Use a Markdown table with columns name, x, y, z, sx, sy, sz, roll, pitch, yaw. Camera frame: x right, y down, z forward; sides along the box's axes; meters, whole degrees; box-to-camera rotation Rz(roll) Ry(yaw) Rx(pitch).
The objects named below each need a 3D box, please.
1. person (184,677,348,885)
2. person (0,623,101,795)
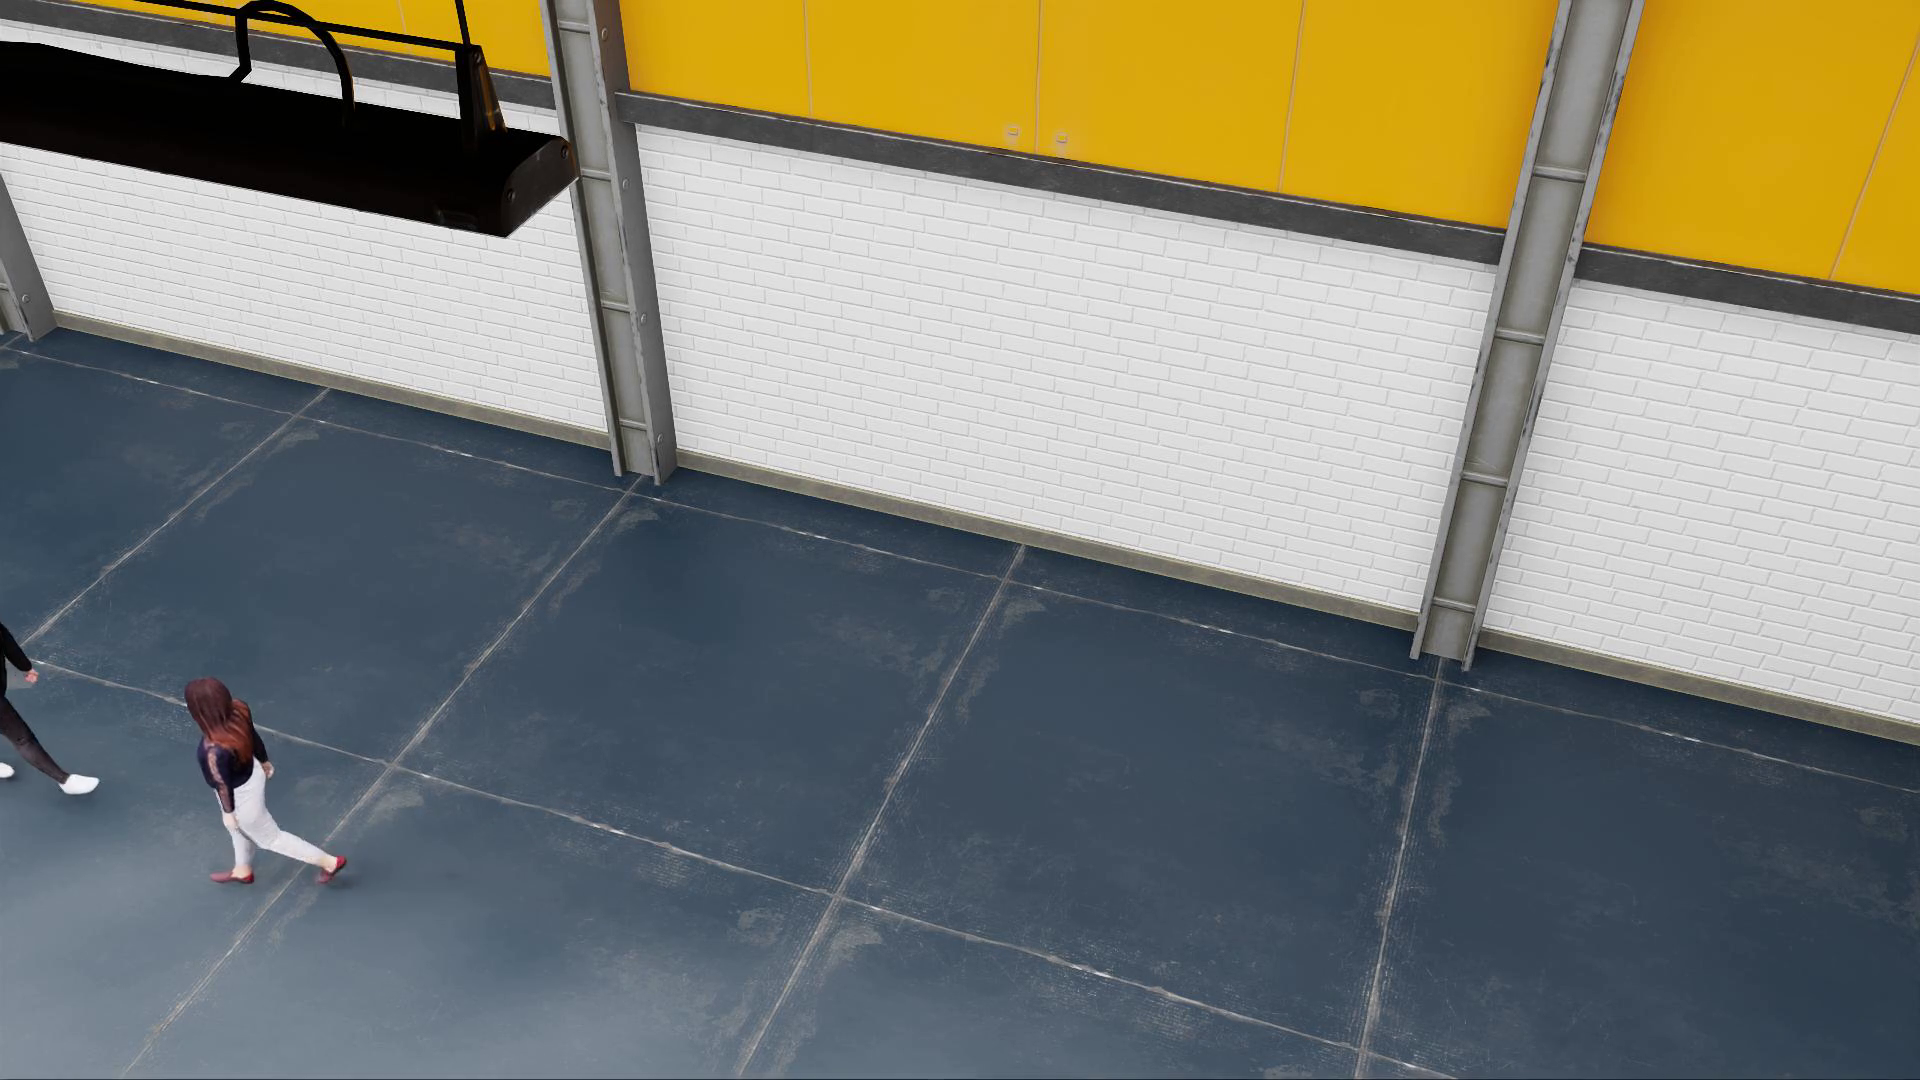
| name | x | y | z | sx | sy | sz | roll | pitch | yaw |
| --- | --- | --- | --- | --- | --- | --- | --- | --- | --- |
| person | -3.857 | 1.373 | 9.085 | 1.119 | 1.581 | 0.880 | -2 | 39 | -3 |
| person | -5.774 | 0.845 | 9.704 | 1.181 | 1.633 | 0.765 | 7 | 39 | 8 |
